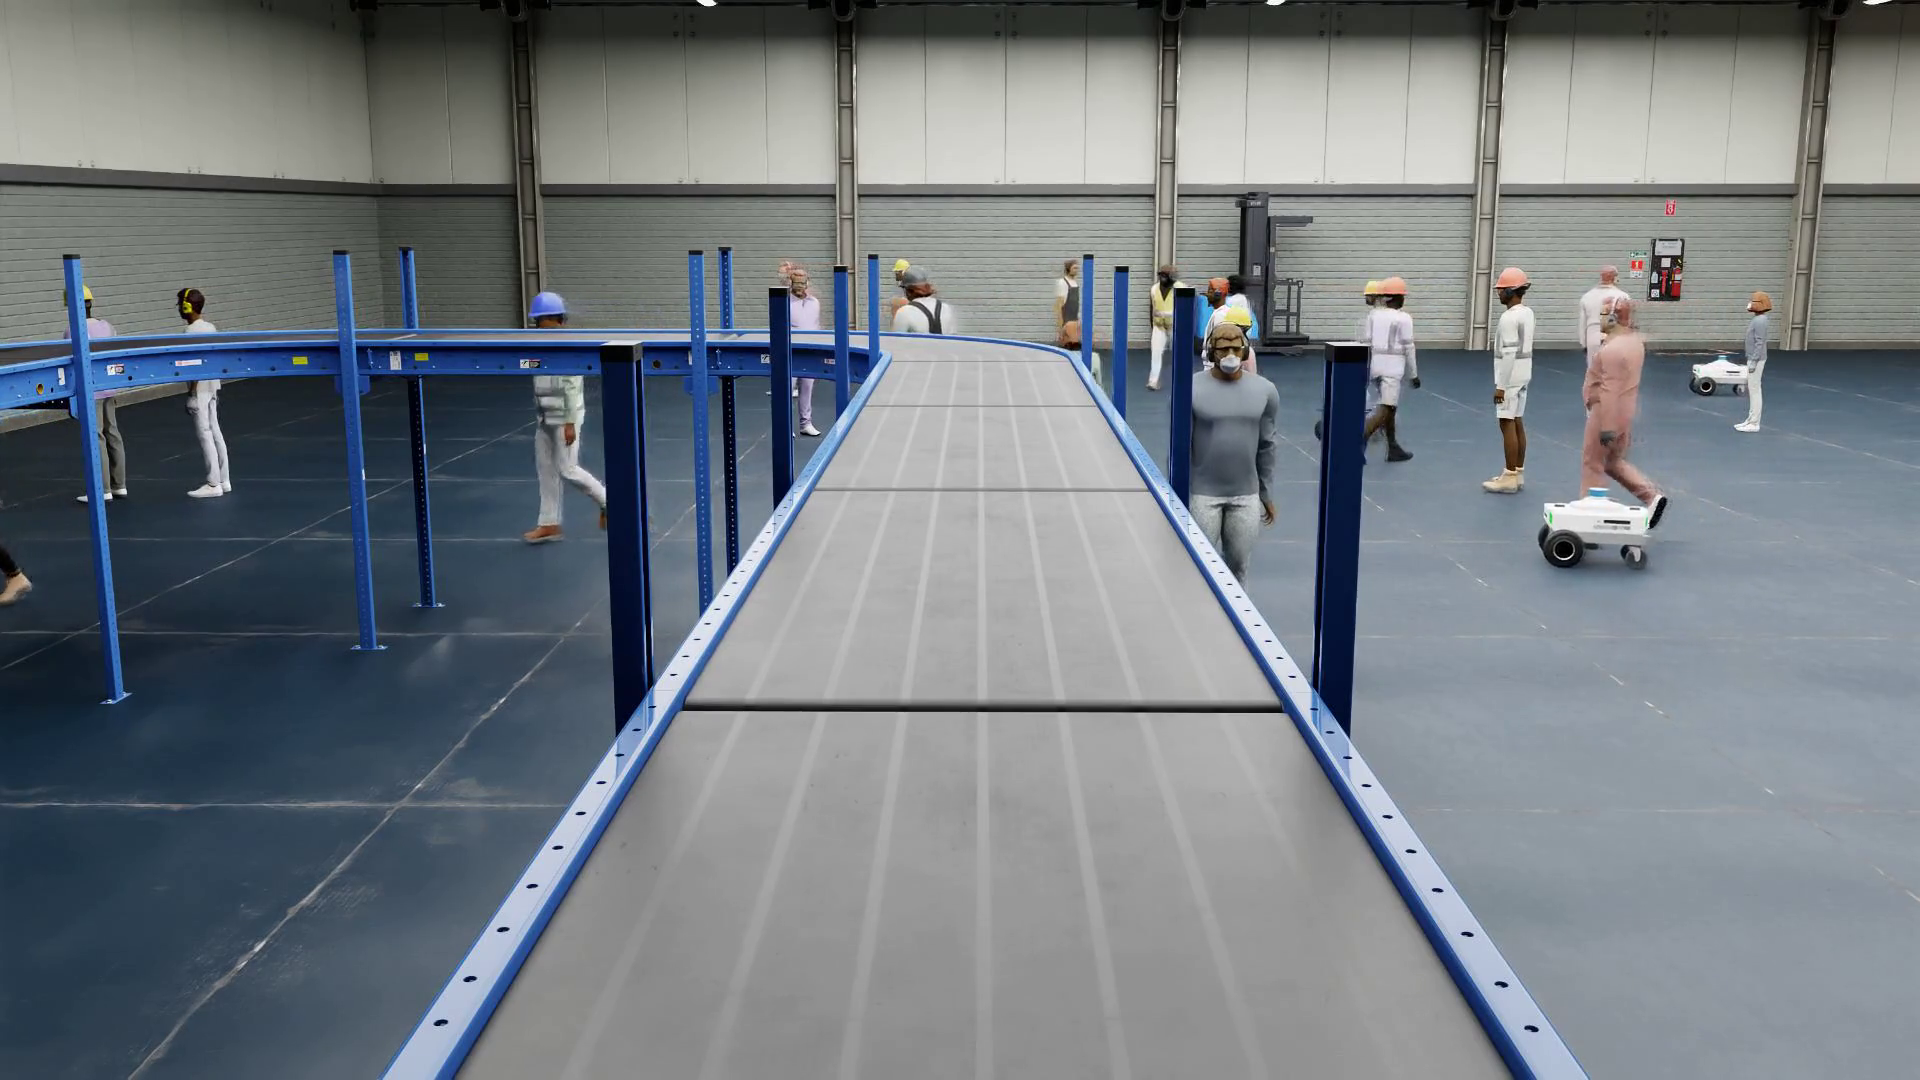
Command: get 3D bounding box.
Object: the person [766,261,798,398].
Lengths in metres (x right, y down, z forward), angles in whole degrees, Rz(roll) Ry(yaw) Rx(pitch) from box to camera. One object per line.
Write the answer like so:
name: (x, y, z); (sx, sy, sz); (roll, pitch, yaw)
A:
person: (-2.457, -2.923, 23.151); (0.705, 1.878, 0.657); (-4, 12, -19)

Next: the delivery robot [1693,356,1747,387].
delivery robot: (10.812, -2.375, 23.627); (0.707, 0.478, 0.477); (2, 11, 12)

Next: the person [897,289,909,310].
person: (-0.747, -2.742, 22.803); (0.318, 1.662, 0.657); (-4, 12, -20)

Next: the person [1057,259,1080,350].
person: (1.745, -3.541, 26.445); (0.416, 1.836, 0.534); (9, 14, 38)

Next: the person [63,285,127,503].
person: (-7.667, -1.294, 14.687); (0.382, 1.920, 0.585); (2, 11, 8)

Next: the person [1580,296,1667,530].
person: (5.163, -0.966, 13.078); (0.710, 1.889, 0.655); (9, 14, 40)

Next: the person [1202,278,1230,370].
person: (2.650, -1.753, 17.142); (0.356, 1.883, 0.573); (3, 11, 13)

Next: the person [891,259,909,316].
person: (-0.894, -3.529, 26.406); (0.404, 1.827, 0.600); (-3, 11, -14)

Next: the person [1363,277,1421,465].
person: (4.310, -1.718, 16.935); (0.908, 1.907, 0.545); (-6, 12, -27)

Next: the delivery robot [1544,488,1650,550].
delivery robot: (4.638, -0.136, 12.124); (0.707, 0.478, 0.477); (3, 11, 14)

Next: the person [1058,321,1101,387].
person: (1.033, -1.085, 14.411); (0.526, 1.615, 0.557); (-6, 12, -27)

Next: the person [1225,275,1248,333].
person: (3.848, -2.923, 23.639); (0.435, 1.682, 0.552); (7, 13, 31)

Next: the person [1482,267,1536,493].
person: (5.022, -1.466, 15.255); (0.391, 2.041, 0.615); (8, 13, 35)

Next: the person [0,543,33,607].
person: (-6.260, -0.329, 10.418); (0.538, 1.650, 0.903); (6, 13, 30)

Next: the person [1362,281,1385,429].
person: (4.884, -2.191, 19.724); (0.588, 1.738, 0.549); (6, 13, 30)

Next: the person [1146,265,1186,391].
person: (2.980, -3.048, 24.022); (0.645, 1.796, 0.915); (5, 12, 25)

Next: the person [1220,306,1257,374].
person: (2.288, -1.060, 13.873); (0.303, 1.772, 0.530); (-3, 11, -15)

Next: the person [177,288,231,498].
person: (-6.840, -1.327, 14.991); (0.310, 1.868, 0.534); (0, 11, -2)

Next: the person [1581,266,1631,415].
person: (8.002, -2.423, 20.542); (0.502, 1.892, 0.672); (-9, 14, -38)

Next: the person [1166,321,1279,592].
person: (1.457, -0.249, 9.271); (0.635, 1.937, 0.352); (-2, 11, -8)

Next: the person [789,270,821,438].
person: (-1.830, -2.125, 19.004); (0.644, 1.903, 0.399); (-9, 14, -39)

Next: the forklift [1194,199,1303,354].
forklift: (5.313, -4.851, 30.603); (1.873, 2.768, 1.129); (0, 11, 1)

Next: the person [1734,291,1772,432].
person: (9.332, -2.099, 19.553); (0.279, 1.636, 0.505); (4, 12, 21)

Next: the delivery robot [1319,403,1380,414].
delivery robot: (4.420, -1.556, 18.751); (0.698, 0.223, 0.335); (4, 12, 21)

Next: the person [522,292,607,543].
person: (-3.065, -0.949, 12.876); (0.699, 1.931, 0.621); (-10, 15, -41)

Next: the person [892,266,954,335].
person: (-0.429, -1.661, 16.371); (0.709, 2.000, 0.535); (-11, 15, -43)
